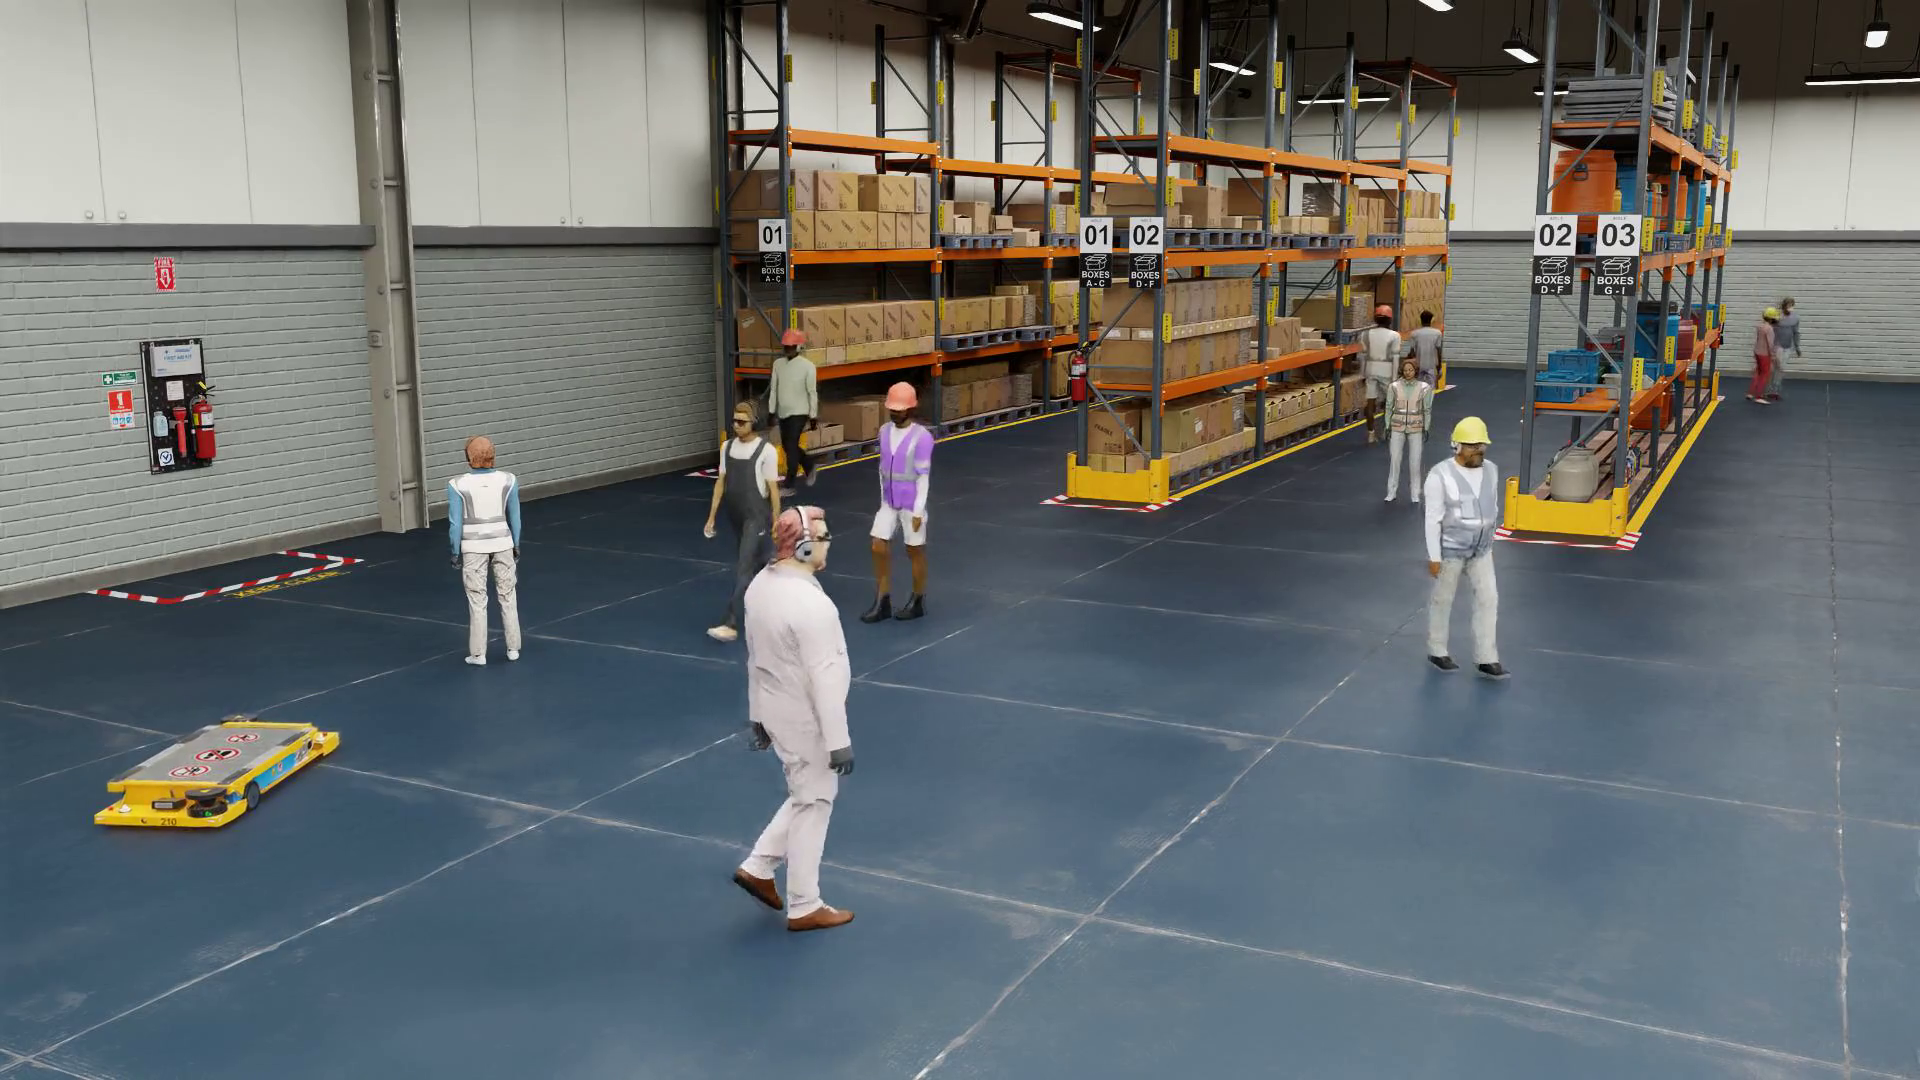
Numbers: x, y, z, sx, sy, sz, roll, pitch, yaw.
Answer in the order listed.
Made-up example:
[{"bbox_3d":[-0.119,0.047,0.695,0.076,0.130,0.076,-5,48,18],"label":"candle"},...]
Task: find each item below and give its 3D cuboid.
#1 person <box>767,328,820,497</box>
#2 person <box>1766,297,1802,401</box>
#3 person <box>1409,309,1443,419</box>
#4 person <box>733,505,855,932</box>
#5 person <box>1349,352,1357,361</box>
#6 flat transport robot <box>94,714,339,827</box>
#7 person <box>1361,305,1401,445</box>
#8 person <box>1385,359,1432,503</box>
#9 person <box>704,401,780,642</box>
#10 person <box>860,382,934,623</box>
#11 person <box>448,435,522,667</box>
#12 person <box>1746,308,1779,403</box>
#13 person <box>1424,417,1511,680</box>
[{"bbox_3d":[-1.924,-1.520,19.605,0.617,1.964,0.892,7,13,35],"label":"person"},{"bbox_3d":[15.111,-3.492,30.485,0.637,1.907,0.695,-4,11,-18],"label":"person"},{"bbox_3d":[7.477,-2.772,26.700,0.556,1.856,0.405,4,11,21],"label":"person"},{"bbox_3d":[-0.670,0.786,7.202,0.453,1.890,0.652,-5,11,-24],"label":"person"},{"bbox_3d":[7.675,-3.949,32.957,0.596,1.916,0.372,4,11,22],"label":"person"},{"bbox_3d":[-4.038,1.244,9.132,0.652,0.197,1.431,1,10,4],"label":"flat transport robot"},{"bbox_3d":[6.167,-2.415,24.321,0.622,2.005,0.898,6,12,30],"label":"person"},{"bbox_3d":[5.099,-1.244,18.967,0.516,1.641,0.308,4,11,20],"label":"person"},{"bbox_3d":[-1.631,-0.162,12.651,0.510,1.797,0.971,7,13,35],"label":"person"},{"bbox_3d":[-0.493,-0.276,12.939,0.565,1.909,0.722,9,13,39],"label":"person"},{"bbox_3d":[-3.346,0.079,11.747,0.514,1.642,0.310,-6,12,-31],"label":"person"},{"bbox_3d":[14.581,-3.343,30.250,0.347,1.737,0.675,1,10,8],"label":"person"},{"bbox_3d":[3.487,0.071,11.323,0.626,1.805,0.778,-4,11,-19],"label":"person"}]
